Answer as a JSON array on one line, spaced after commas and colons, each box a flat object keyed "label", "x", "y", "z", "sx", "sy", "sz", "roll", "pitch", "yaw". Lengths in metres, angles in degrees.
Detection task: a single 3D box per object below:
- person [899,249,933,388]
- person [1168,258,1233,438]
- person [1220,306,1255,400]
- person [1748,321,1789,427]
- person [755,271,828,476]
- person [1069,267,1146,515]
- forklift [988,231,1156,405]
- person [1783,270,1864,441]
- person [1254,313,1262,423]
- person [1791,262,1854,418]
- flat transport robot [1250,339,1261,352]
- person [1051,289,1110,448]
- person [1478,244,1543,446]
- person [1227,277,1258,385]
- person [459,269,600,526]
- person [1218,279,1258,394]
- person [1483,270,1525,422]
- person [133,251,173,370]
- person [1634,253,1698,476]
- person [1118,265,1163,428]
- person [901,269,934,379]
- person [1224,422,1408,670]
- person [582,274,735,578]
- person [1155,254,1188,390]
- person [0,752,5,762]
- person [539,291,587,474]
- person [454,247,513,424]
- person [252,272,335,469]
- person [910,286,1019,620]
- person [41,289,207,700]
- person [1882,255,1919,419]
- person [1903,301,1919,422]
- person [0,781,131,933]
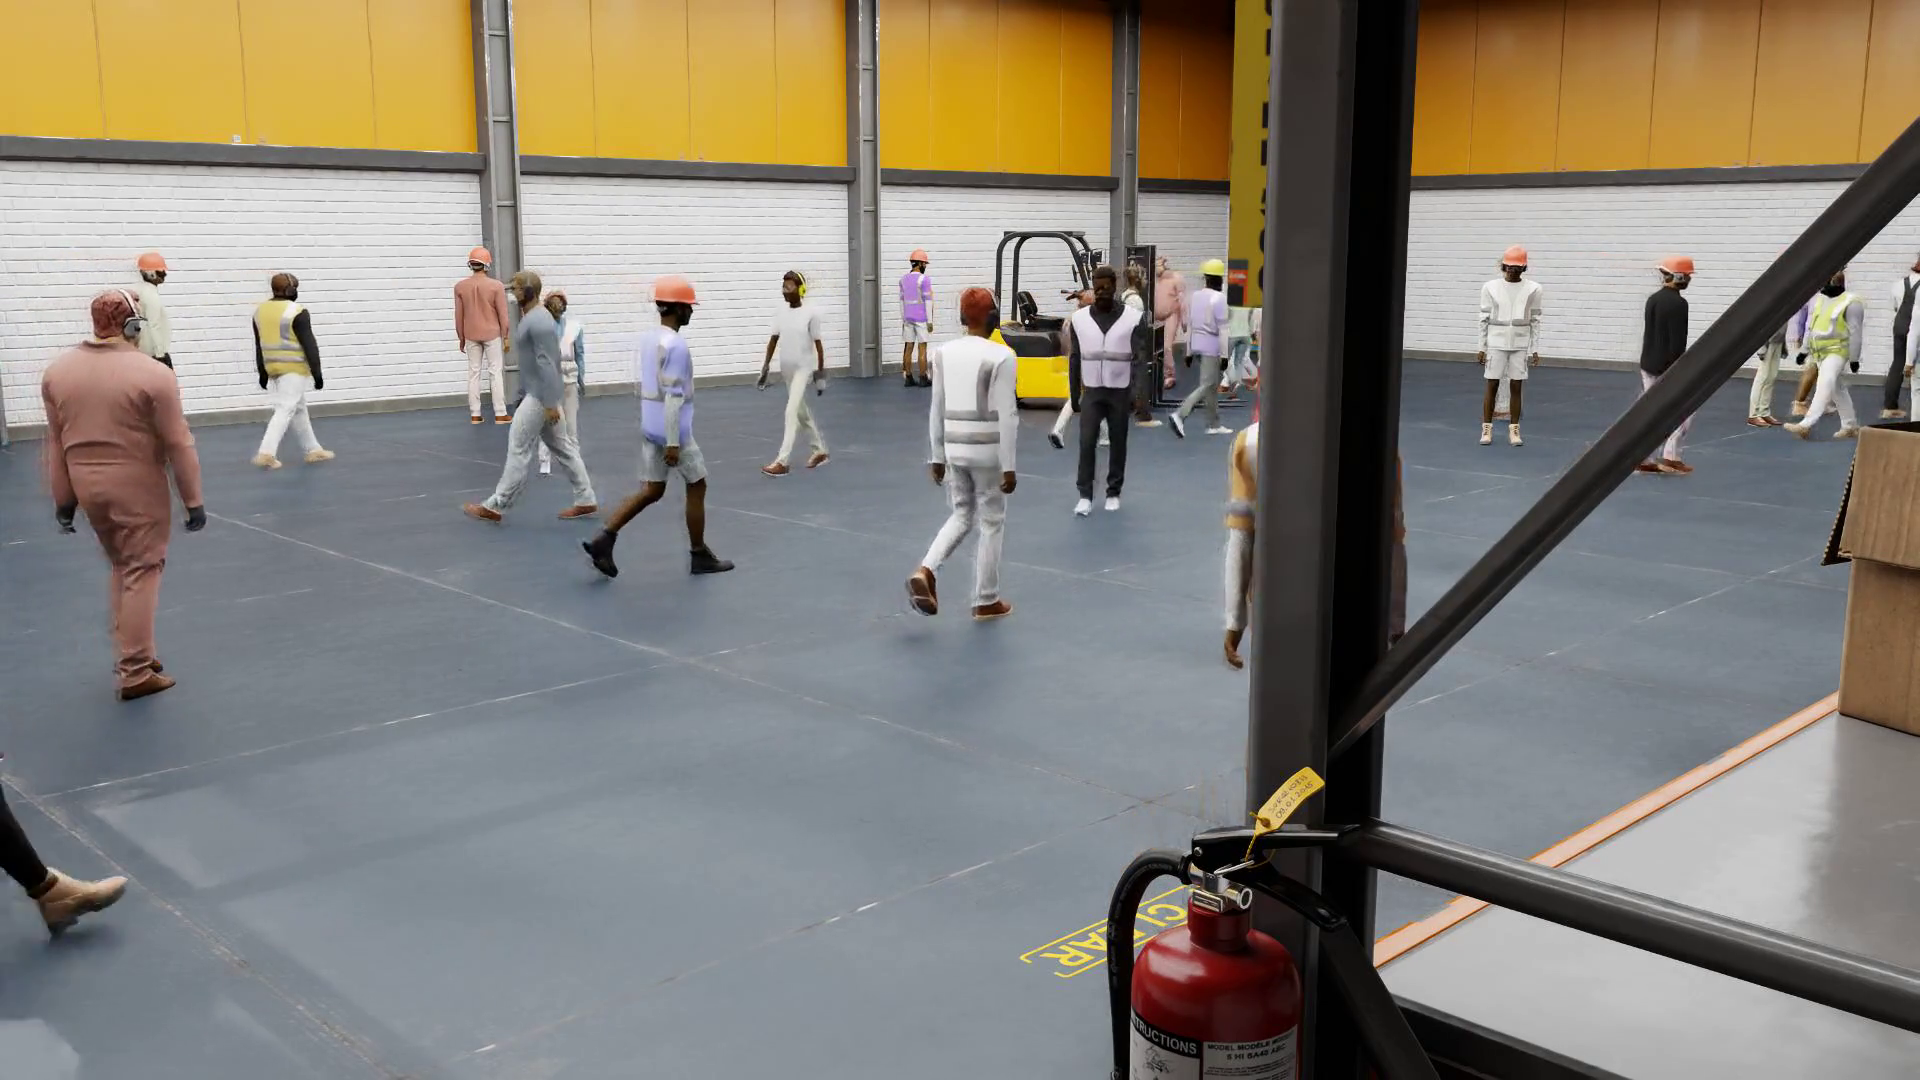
[{"label": "person", "x": -0.592, "y": -3.104, "z": 23.375, "sx": 0.542, "sy": 1.930, "sz": 0.374, "roll": 8, "pitch": 13, "yaw": 37}, {"label": "person", "x": 2.569, "y": -2.026, "z": 17.614, "sx": 0.865, "sy": 1.900, "sz": 0.595, "roll": -6, "pitch": 12, "yaw": -28}, {"label": "person", "x": 3.596, "y": -2.609, "z": 21.545, "sx": 0.520, "sy": 1.612, "sz": 0.424, "roll": -3, "pitch": 11, "yaw": -17}, {"label": "person", "x": 9.107, "y": -2.199, "z": 18.610, "sx": 0.516, "sy": 1.868, "sz": 0.325, "roll": -7, "pitch": 13, "yaw": -34}, {"label": "person", "x": -1.480, "y": -1.504, "z": 14.968, "sx": 0.535, "sy": 1.821, "sz": 1.002, "roll": 7, "pitch": 13, "yaw": 35}, {"label": "person", "x": 1.112, "y": -1.125, "z": 12.704, "sx": 0.607, "sy": 1.886, "sz": 0.809, "roll": 2, "pitch": 11, "yaw": 11}, {"label": "forklift", "x": 1.222, "y": -2.721, "z": 20.561, "sx": 2.313, "sy": 2.155, "sz": 1.214, "roll": 2, "pitch": 11, "yaw": 13}, {"label": "person", "x": 9.079, "y": -1.937, "z": 17.429, "sx": 0.973, "sy": 1.776, "sz": 0.626, "roll": -1, "pitch": 10, "yaw": -6}, {"label": "person", "x": 3.100, "y": -1.638, "z": 15.917, "sx": 0.745, "sy": 1.740, "sz": 0.529, "roll": -7, "pitch": 13, "yaw": -35}, {"label": "person", "x": 10.154, "y": -2.409, "z": 19.392, "sx": 0.860, "sy": 1.993, "sz": 0.605, "roll": -3, "pitch": 11, "yaw": -14}, {"label": "flat transport robot", "x": 5.528, "y": -3.501, "z": 30.065, "sx": 0.652, "sy": 0.197, "sz": 1.431, "roll": -5, "pitch": 11, "yaw": -24}, {"label": "person", "x": 1.247, "y": -1.719, "z": 16.716, "sx": 0.823, "sy": 1.605, "sz": 0.523, "roll": -10, "pitch": 14, "yaw": -44}, {"label": "person", "x": 5.567, "y": -1.965, "z": 16.867, "sx": 0.605, "sy": 2.038, "sz": 0.387, "roll": 2, "pitch": 11, "yaw": 13}, {"label": "person", "x": 4.059, "y": -3.190, "z": 23.831, "sx": 0.370, "sy": 1.934, "sz": 0.627, "roll": -5, "pitch": 12, "yaw": -27}, {"label": "person", "x": -3.175, "y": -1.047, "z": 12.282, "sx": 1.035, "sy": 1.879, "sz": 0.655, "roll": -3, "pitch": 11, "yaw": -16}, {"label": "person", "x": 3.827, "y": -2.920, "z": 22.622, "sx": 0.963, "sy": 1.848, "sz": 0.583, "roll": -7, "pitch": 13, "yaw": -34}, {"label": "person", "x": 6.322, "y": -2.308, "z": 19.112, "sx": 0.388, "sy": 1.906, "sz": 0.708, "roll": 2, "pitch": 11, "yaw": 9}, {"label": "person", "x": -8.105, "y": -1.891, "z": 16.639, "sx": 0.560, "sy": 1.970, "sz": 0.627, "roll": -8, "pitch": 13, "yaw": -38}, {"label": "person", "x": 6.330, "y": -1.547, "z": 14.773, "sx": 0.597, "sy": 1.975, "sz": 0.617, "roll": -2, "pitch": 11, "yaw": -9}, {"label": "person", "x": 1.815, "y": -2.122, "z": 18.357, "sx": 0.862, "sy": 1.818, "sz": 0.517, "roll": -4, "pitch": 11, "yaw": -19}, {"label": "person", "x": -0.637, "y": -3.225, "z": 24.699, "sx": 0.527, "sy": 1.690, "sz": 0.321, "roll": 3, "pitch": 11, "yaw": 17}, {"label": "person", "x": 1.165, "y": 0.210, "z": 5.436, "sx": 0.561, "sy": 1.877, "sz": 1.053, "roll": 6, "pitch": 12, "yaw": 28}, {"label": "person", "x": -1.889, "y": -0.691, "z": 10.317, "sx": 0.887, "sy": 1.905, "sz": 0.550, "roll": -7, "pitch": 12, "yaw": -33}, {"label": "person", "x": 2.808, "y": -3.023, "z": 23.092, "sx": 0.668, "sy": 1.866, "sz": 0.611, "roll": 10, "pitch": 14, "yaw": 42}, {"label": "person", "x": -4.014, "y": 0.179, "z": 6.343, "sx": 0.500, "sy": 1.610, "sz": 0.504, "roll": -3, "pitch": 11, "yaw": -18}, {"label": "person", "x": -3.624, "y": -1.414, "z": 14.963, "sx": 0.526, "sy": 1.636, "sz": 0.311, "roll": -5, "pitch": 12, "yaw": -27}, {"label": "person", "x": -5.387, "y": -2.300, "z": 18.808, "sx": 0.611, "sy": 1.996, "sz": 0.379, "roll": 1, "pitch": 10, "yaw": 3}, {"label": "person", "x": -6.213, "y": -1.566, "z": 15.366, "sx": 0.641, "sy": 1.799, "sz": 0.962, "roll": 5, "pitch": 12, "yaw": 27}, {"label": "person", "x": 0.042, "y": -0.449, "z": 9.084, "sx": 0.579, "sy": 1.868, "sz": 0.621, "roll": 9, "pitch": 14, "yaw": 40}, {"label": "person", "x": -3.841, "y": -0.224, "z": 7.797, "sx": 0.674, "sy": 1.883, "sz": 0.677, "roll": 2, "pitch": 11, "yaw": 10}, {"label": "person", "x": 11.250, "y": -2.423, "z": 19.355, "sx": 0.989, "sy": 2.000, "sz": 0.707, "roll": -3, "pitch": 11, "yaw": -18}, {"label": "person", "x": 9.674, "y": -1.799, "z": 16.549, "sx": 0.592, "sy": 1.826, "sz": 0.403, "roll": -2, "pitch": 11, "yaw": -9}, {"label": "person", "x": -2.925, "y": 0.433, "z": 4.819, "sx": 0.873, "sy": 1.642, "sz": 0.568, "roll": -5, "pitch": 11, "yaw": -25}]
